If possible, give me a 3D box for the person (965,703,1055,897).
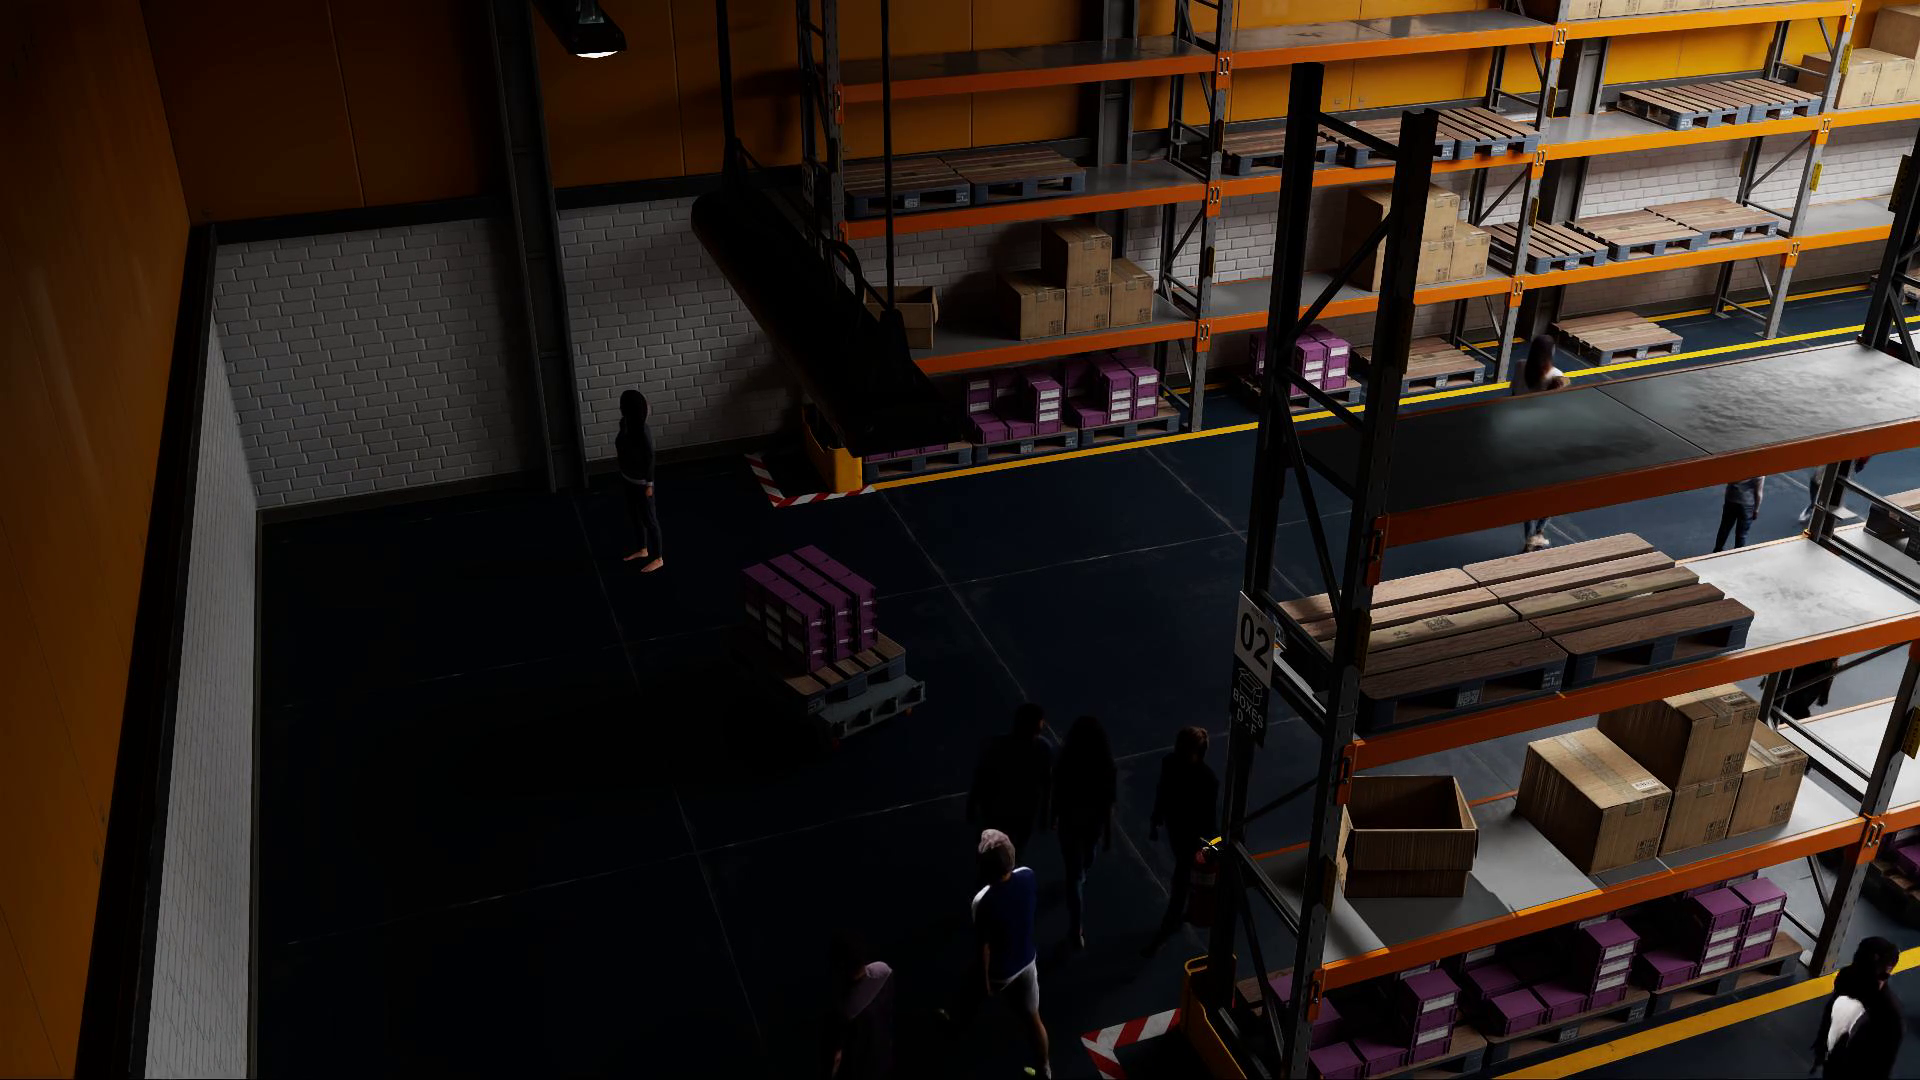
[{"bbox_3d":[0.312,1.754,11.075,0.648,1.776,0.832,-3,29,-5],"label":"person"}]

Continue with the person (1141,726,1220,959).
[{"bbox_3d":[1.546,1.907,10.900,1.038,1.675,0.825,-23,36,-35],"label":"person"}]

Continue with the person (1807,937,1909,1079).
[{"bbox_3d":[4.855,2.878,8.971,1.005,1.817,0.736,-6,29,-12],"label":"person"}]

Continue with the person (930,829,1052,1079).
[{"bbox_3d":[0.327,2.510,9.682,1.195,1.782,0.961,-20,34,-32],"label":"person"}]

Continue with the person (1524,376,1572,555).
[{"bbox_3d":[5.419,-0.663,15.495,0.685,1.786,0.686,-22,35,-34],"label":"person"}]

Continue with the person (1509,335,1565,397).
[{"bbox_3d":[5.741,-1.265,16.711,0.779,1.679,0.778,24,37,37],"label":"person"}]

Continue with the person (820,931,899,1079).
[{"bbox_3d":[-0.530,2.873,8.960,1.056,1.837,0.983,14,32,25],"label":"person"}]

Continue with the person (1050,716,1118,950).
[{"bbox_3d":[0.795,1.944,10.949,1.144,1.563,0.887,-1,29,-1],"label":"person"}]

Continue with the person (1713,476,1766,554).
[{"bbox_3d":[7.269,-0.359,15.487,0.592,1.261,0.555,-25,37,-38],"label":"person"}]

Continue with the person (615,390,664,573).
[{"bbox_3d":[-2.965,-0.566,15.337,0.669,1.768,0.688,-25,38,-38],"label":"person"}]
